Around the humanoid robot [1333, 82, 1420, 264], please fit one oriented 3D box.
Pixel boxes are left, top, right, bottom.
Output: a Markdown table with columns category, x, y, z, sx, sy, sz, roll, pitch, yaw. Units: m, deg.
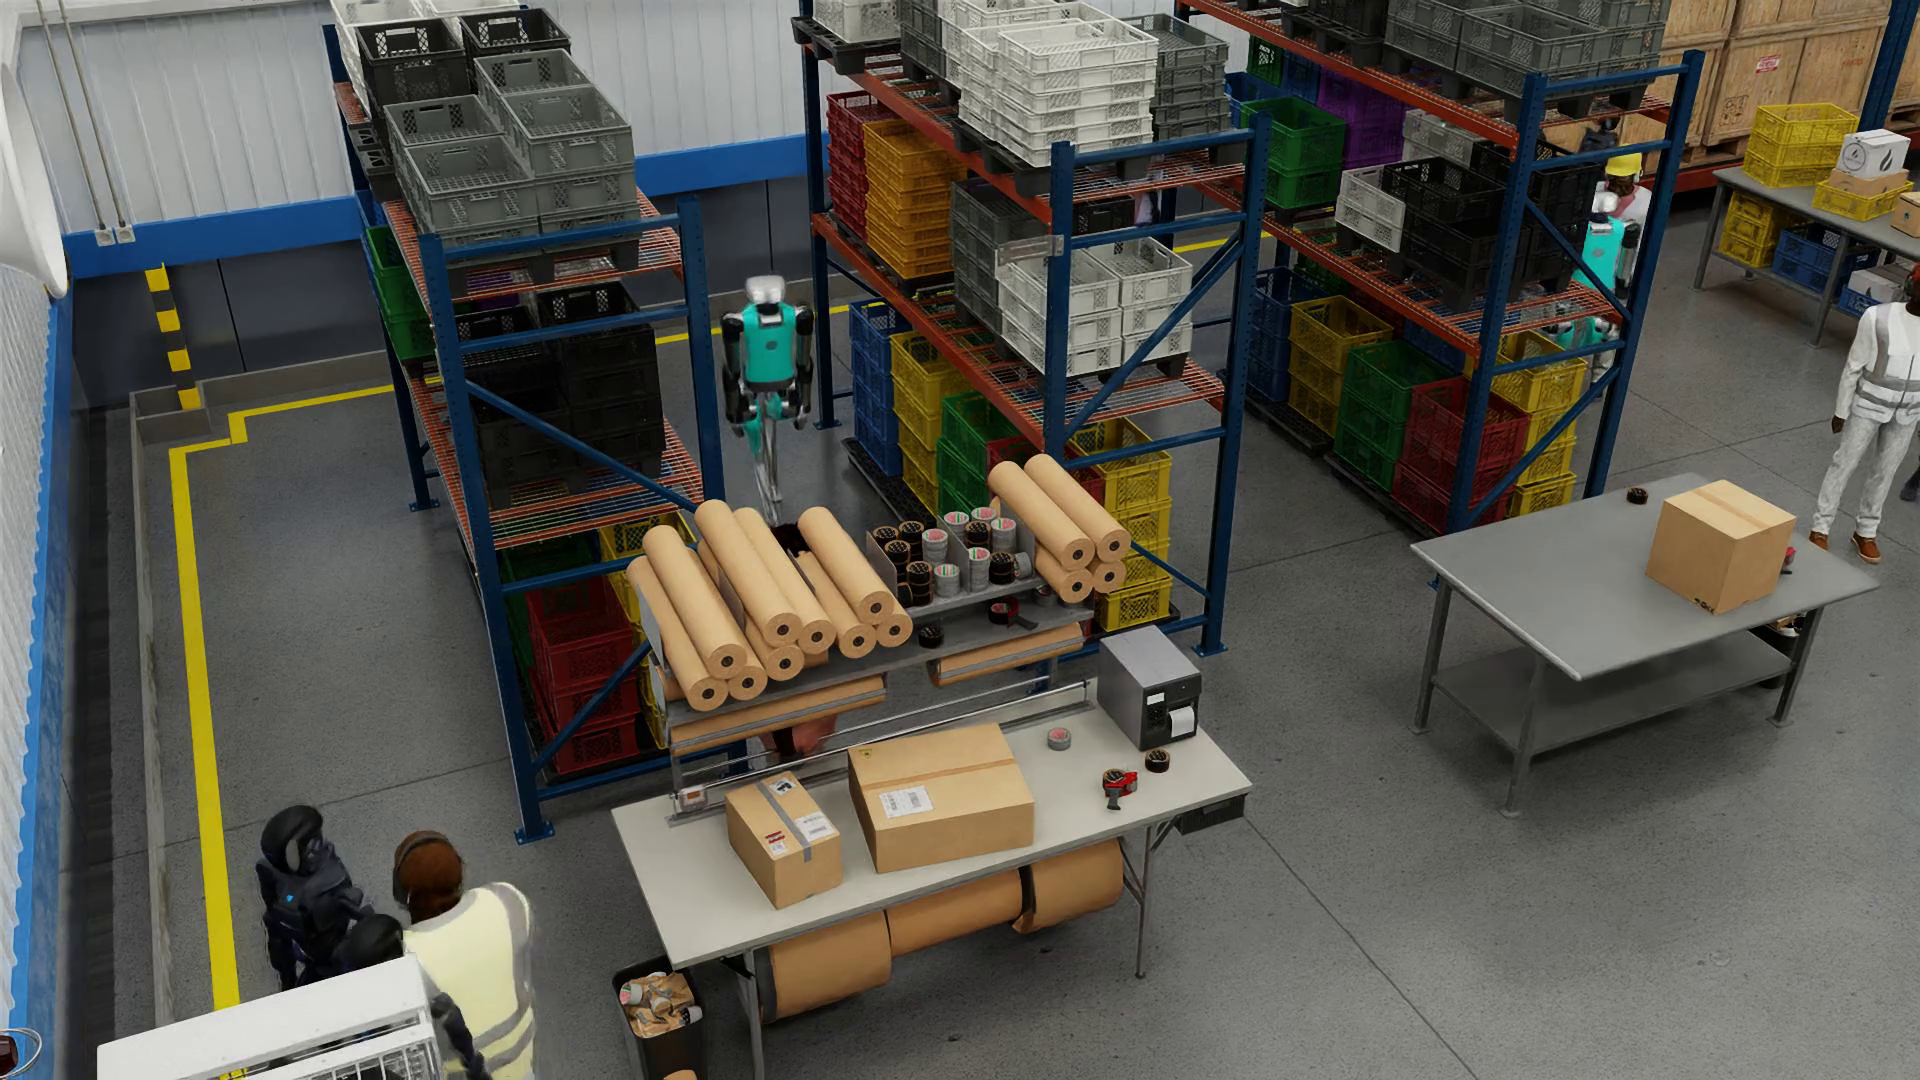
| category | x | y | z | sx | sy | sz | roll | pitch | yaw |
| --- | --- | --- | --- | --- | --- | --- | --- | --- | --- |
| humanoid robot | 3.256 | -2.766 | 13.176 | 0.530 | 1.877 | 0.814 | -9 | 33 | -14 |

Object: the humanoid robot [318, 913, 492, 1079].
| category | x | y | z | sx | sy | sz | roll | pitch | yaw |
| --- | --- | --- | --- | --- | --- | --- | --- | --- | --- |
| humanoid robot | -1.814 | 1.884 | 5.553 | 0.615 | 1.655 | 0.330 | 5 | 32 | 7 |

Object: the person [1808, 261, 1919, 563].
| category | x | y | z | sx | sy | sz | roll | pitch | yaw |
| --- | --- | --- | --- | --- | --- | --- | --- | --- | --- |
| person | 5.362 | -0.738 | 9.630 | 0.573 | 1.882 | 0.356 | 5 | 32 | 8 |

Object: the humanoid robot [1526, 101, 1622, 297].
| category | x | y | z | sx | sy | sz | roll | pitch | yaw |
| --- | --- | --- | --- | --- | --- | --- | --- | --- | --- |
| humanoid robot | 4.853 | -2.600 | 12.896 | 0.591 | 1.621 | 0.789 | -26 | 40 | -36 |

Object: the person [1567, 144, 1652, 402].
| category | x | y | z | sx | sy | sz | roll | pitch | yaw |
| --- | --- | --- | --- | --- | --- | --- | --- | --- | --- |
| person | 4.422 | -1.837 | 11.461 | 0.600 | 1.830 | 0.404 | 16 | 35 | 24 |

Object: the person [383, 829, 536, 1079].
| category | x | y | z | sx | sy | sz | roll | pitch | yaw |
| --- | --- | --- | --- | --- | --- | --- | --- | --- | --- |
| person | -1.649 | 1.784 | 5.627 | 0.660 | 1.785 | 0.810 | -27 | 40 | -36 |

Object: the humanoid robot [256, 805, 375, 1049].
| category | x | y | z | sx | sy | sz | roll | pitch | yaw |
| --- | --- | --- | --- | --- | --- | --- | --- | --- | --- |
| humanoid robot | -2.215 | 1.601 | 6.040 | 0.591 | 1.638 | 0.416 | 13 | 34 | 20 |

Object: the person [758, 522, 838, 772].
| category | x | y | z | sx | sy | sz | roll | pitch | yaw |
| --- | --- | --- | --- | --- | --- | --- | --- | --- | --- |
| person | -0.676 | 0.781 | 7.084 | 0.367 | 1.966 | 0.602 | 4 | 32 | 6 |

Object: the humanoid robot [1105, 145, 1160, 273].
| category | x | y | z | sx | sy | sz | roll | pitch | yaw |
| --- | --- | --- | --- | --- | --- | --- | --- | --- | --- |
| humanoid robot | 1.262 | -2.231 | 12.238 | 0.352 | 1.650 | 0.600 | -23 | 38 | -32 |

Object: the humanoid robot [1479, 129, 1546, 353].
| category | x | y | z | sx | sy | sz | roll | pitch | yaw |
| --- | --- | --- | --- | --- | --- | --- | --- | --- | --- |
| humanoid robot | 4.028 | -2.202 | 12.188 | 0.315 | 1.659 | 0.599 | 5 | 32 | 9 |

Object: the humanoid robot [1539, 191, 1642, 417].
| category | x | y | z | sx | sy | sz | roll | pitch | yaw |
| --- | --- | --- | --- | --- | --- | --- | --- | --- | --- |
| humanoid robot | 4.091 | -1.532 | 11.142 | 0.561 | 1.849 | 0.809 | 3 | 32 | 5 |

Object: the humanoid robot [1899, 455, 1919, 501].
| category | x | y | z | sx | sy | sz | roll | pitch | yaw |
| --- | --- | --- | --- | --- | --- | --- | --- | --- | --- |
| humanoid robot | 6.330 | -0.946 | 10.203 | 0.491 | 1.644 | 0.583 | -26 | 40 | -35 |

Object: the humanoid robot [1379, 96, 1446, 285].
| category | x | y | z | sx | sy | sz | roll | pitch | yaw |
| --- | --- | --- | --- | --- | --- | --- | --- | --- | --- |
| humanoid robot | 3.429 | -2.651 | 12.747 | 0.533 | 1.677 | 0.735 | 6 | 32 | 10 |

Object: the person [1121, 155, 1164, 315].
| category | x | y | z | sx | sy | sz | roll | pitch | yaw |
| --- | --- | --- | --- | --- | --- | --- | --- | --- | --- |
| person | 1.301 | -2.403 | 12.185 | 0.381 | 2.039 | 0.615 | 16 | 35 | 24 |

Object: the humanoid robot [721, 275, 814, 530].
| category | x | y | z | sx | sy | sz | roll | pitch | yaw |
| --- | --- | --- | --- | --- | --- | --- | --- | --- | --- |
| humanoid robot | -1.174 | -0.860 | 9.971 | 0.531 | 1.721 | 0.986 | -9 | 33 | -14 |
